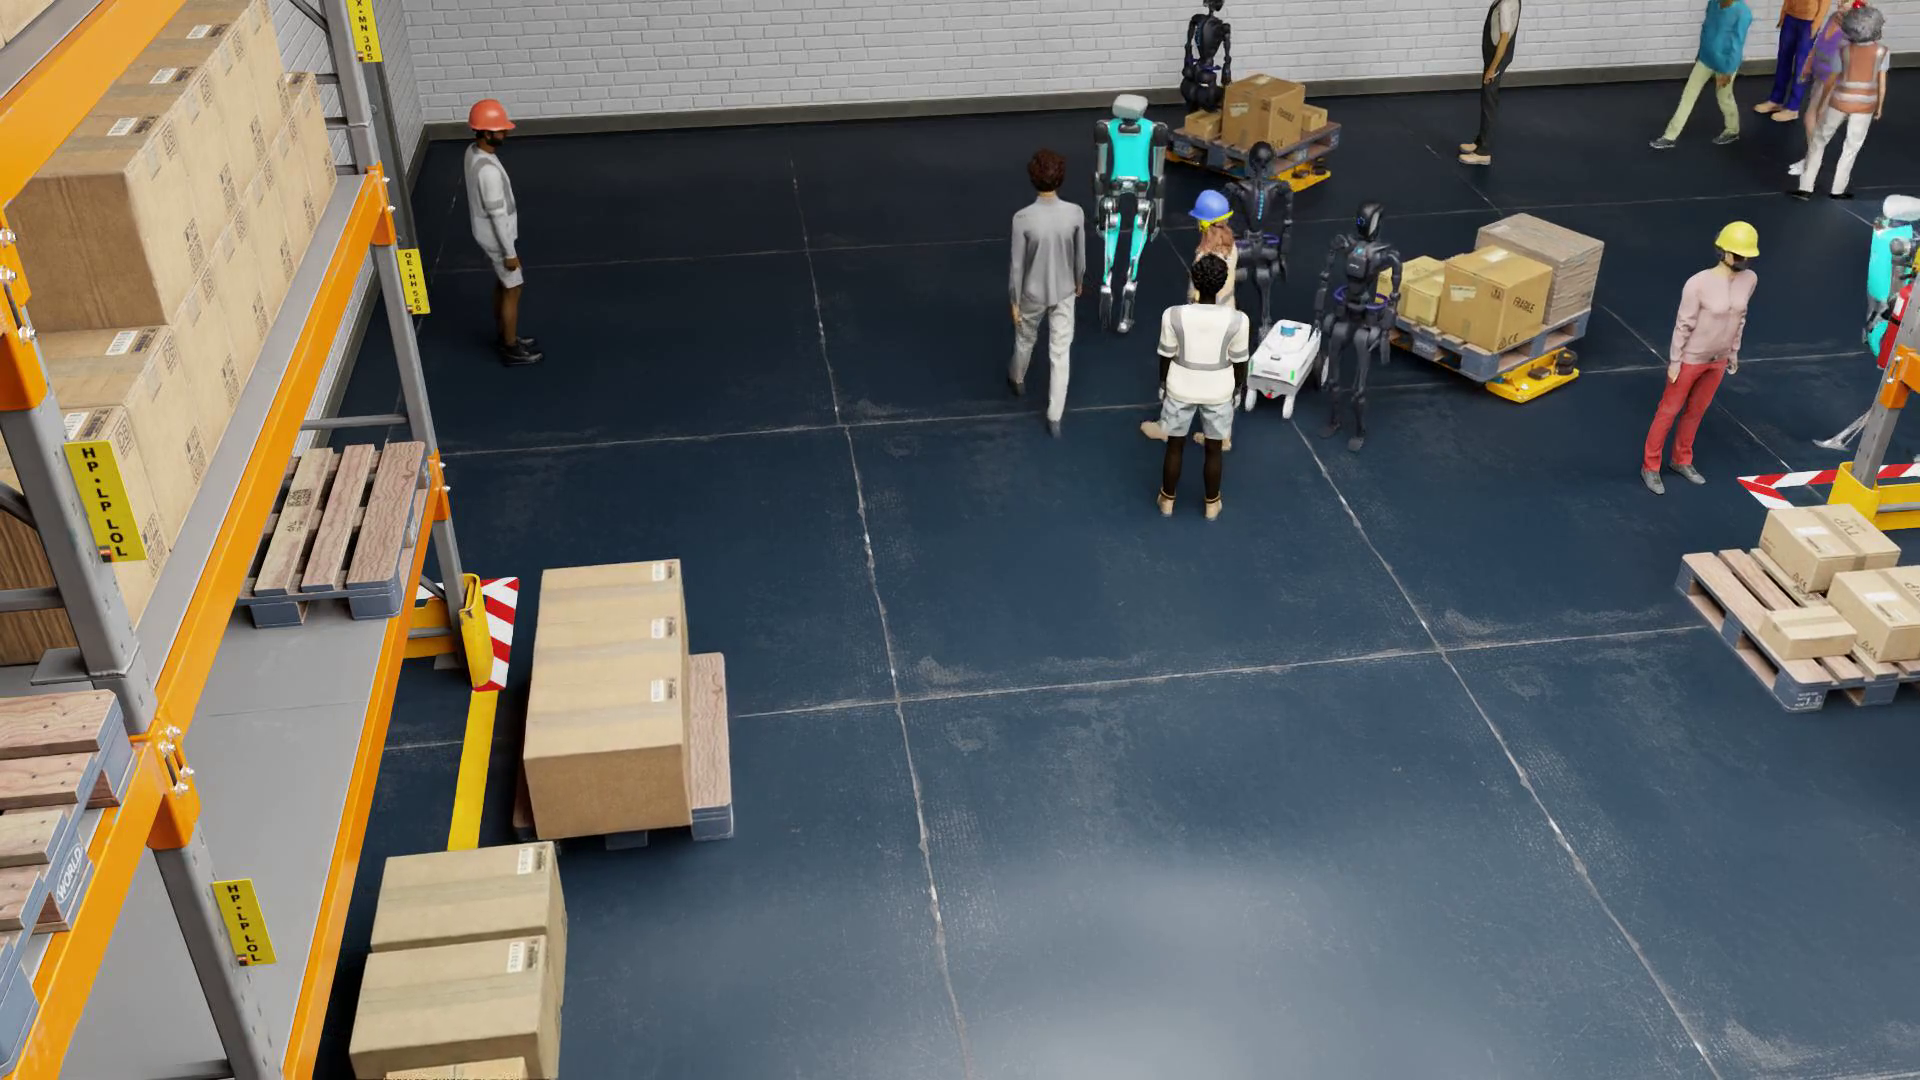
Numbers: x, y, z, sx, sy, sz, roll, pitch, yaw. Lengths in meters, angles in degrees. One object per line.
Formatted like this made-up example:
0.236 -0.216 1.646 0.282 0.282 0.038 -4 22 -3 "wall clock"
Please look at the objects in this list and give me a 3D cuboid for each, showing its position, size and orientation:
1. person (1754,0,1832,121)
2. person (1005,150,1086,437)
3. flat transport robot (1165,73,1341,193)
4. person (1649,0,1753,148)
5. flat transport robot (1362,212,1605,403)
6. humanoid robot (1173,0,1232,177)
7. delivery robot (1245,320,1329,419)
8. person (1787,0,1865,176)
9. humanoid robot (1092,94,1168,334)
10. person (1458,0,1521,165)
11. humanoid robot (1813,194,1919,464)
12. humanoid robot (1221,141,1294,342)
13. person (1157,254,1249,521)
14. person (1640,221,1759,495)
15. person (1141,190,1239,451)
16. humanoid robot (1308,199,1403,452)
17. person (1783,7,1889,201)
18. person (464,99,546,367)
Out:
8.136 -5.069 16.069 0.403 1.973 0.516 -11 35 -17 "person"
0.560 -1.683 10.980 0.542 1.858 0.946 -3 33 -5 "person"
2.602 -3.478 15.182 1.431 0.231 0.659 28 42 36 "flat transport robot"
7.013 -4.463 15.402 0.920 1.673 0.621 -11 35 -17 "person"
3.673 -1.410 12.013 0.659 0.231 1.431 -23 40 -31 "flat transport robot"
2.172 -4.099 14.851 0.352 1.639 0.587 -23 40 -31 "humanoid robot"
2.237 -1.234 11.460 0.499 0.570 0.753 15 36 21 "delivery robot"
7.674 -4.081 14.820 0.528 1.682 0.488 -2 33 -4 "person"
1.168 -2.196 11.957 0.554 1.878 0.728 7 34 11 "humanoid robot"
4.821 -4.330 15.046 0.333 1.844 0.514 10 34 15 "person"
6.092 -1.264 10.472 0.989 1.756 0.547 13 35 19 "humanoid robot"
2.021 -1.943 11.579 0.600 1.646 0.687 -3 33 -5 "humanoid robot"
1.428 -0.888 9.914 0.534 1.693 0.321 5 33 7 "person"
4.557 -1.115 10.189 0.521 1.770 0.306 -12 35 -17 "person"
1.493 -1.396 10.630 0.710 1.750 0.492 21 38 28 "person"
2.535 -1.393 10.702 0.590 1.658 0.339 22 39 30 "humanoid robot"
7.571 -3.700 14.241 0.598 1.668 0.409 14 36 20 "person"
-3.191 -2.126 11.602 0.386 1.923 0.546 -15 36 -21 "person"
